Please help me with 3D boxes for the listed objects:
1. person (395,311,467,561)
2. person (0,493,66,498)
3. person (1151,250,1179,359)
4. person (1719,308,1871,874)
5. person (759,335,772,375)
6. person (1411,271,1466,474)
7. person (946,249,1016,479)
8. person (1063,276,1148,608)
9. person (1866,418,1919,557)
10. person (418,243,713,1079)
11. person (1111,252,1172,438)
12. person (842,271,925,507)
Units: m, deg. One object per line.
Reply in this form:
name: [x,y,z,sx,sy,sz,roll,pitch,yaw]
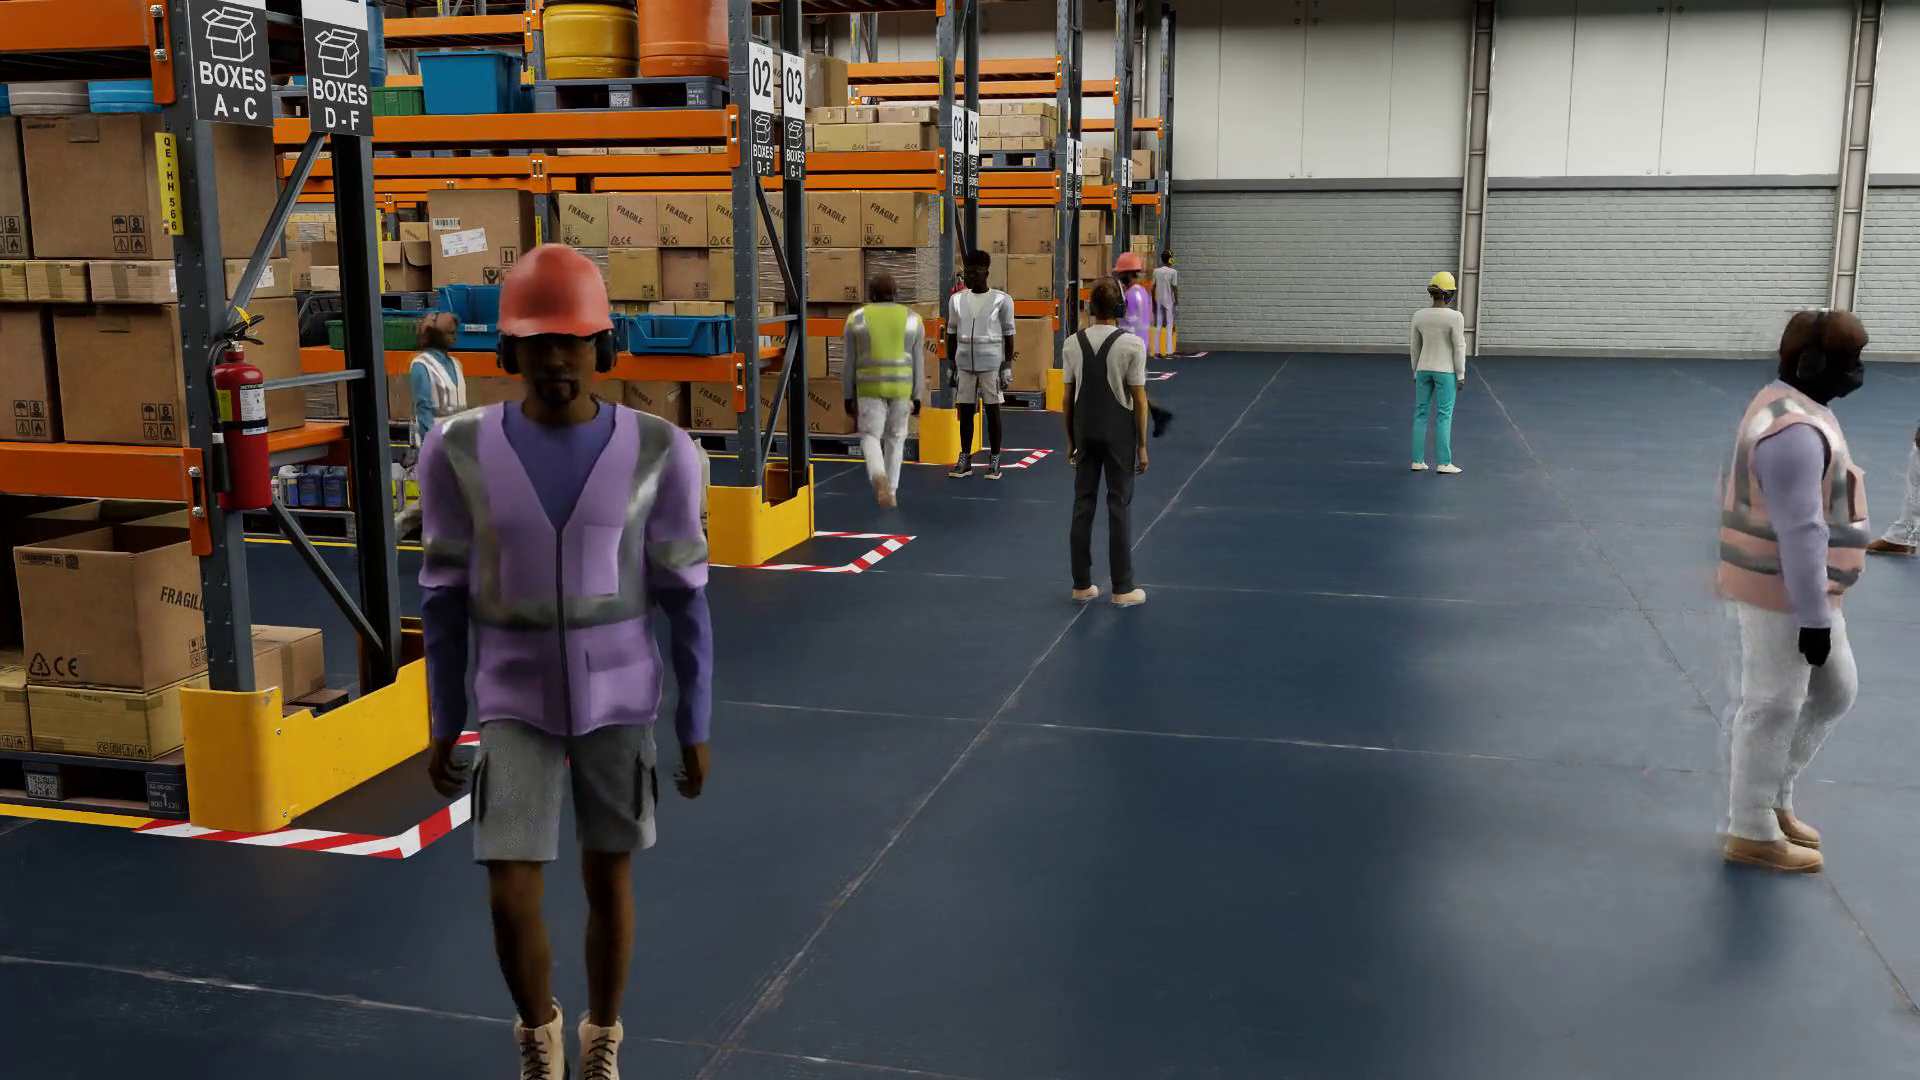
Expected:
person: [-3.218,-0.590,10.165,0.646,1.617,0.521,3,11,15]
person: [-4.923,-0.395,8.785,0.441,1.790,0.531,6,12,28]
person: [3.545,-4.050,28.667,0.535,1.864,0.314,8,13,38]
person: [2.691,0.180,5.327,0.492,1.829,0.664,5,11,26]
person: [-2.332,-2.500,19.619,0.405,2.035,0.606,3,11,15]
person: [4.198,-1.463,14.608,0.309,1.769,0.525,-9,14,-42]
person: [0.165,-1.500,14.251,0.617,1.964,0.361,4,11,21]
person: [0.813,-0.541,9.278,0.506,1.846,0.345,6,12,28]
person: [6.268,-0.768,10.411,0.644,1.900,0.999,-10,14,-43]
person: [-0.853,0.382,3.645,0.635,2.029,0.524,-2,10,-12]
person: [1.758,-1.901,16.596,0.593,1.924,0.569,4,11,21]
person: [-0.571,-1.117,12.564,0.624,1.821,0.718,-2,10,-11]
